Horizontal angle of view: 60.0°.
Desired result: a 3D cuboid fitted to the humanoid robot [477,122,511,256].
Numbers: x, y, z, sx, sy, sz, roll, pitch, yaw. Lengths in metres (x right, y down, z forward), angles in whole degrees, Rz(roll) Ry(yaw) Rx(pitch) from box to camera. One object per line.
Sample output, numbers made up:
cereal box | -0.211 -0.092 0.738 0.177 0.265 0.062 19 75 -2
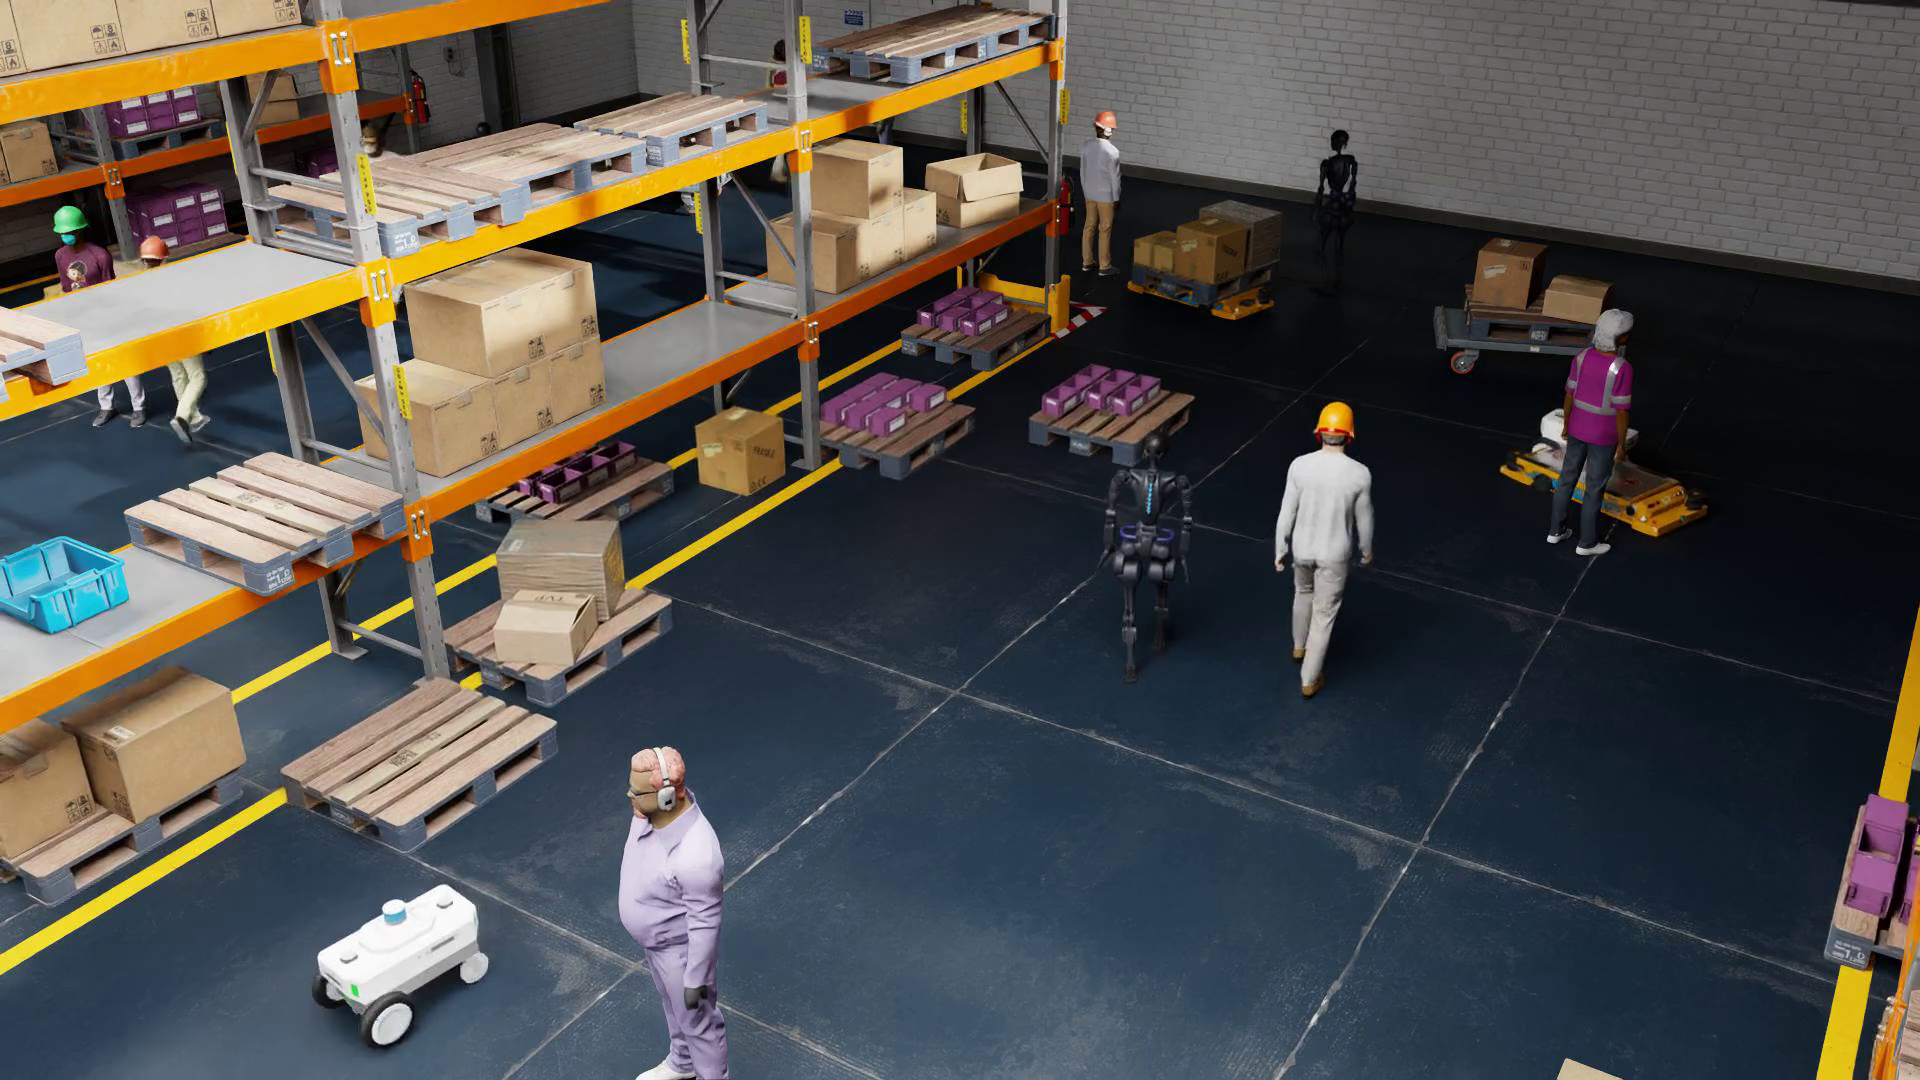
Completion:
humanoid robot | -5.070 -3.678 17.935 0.611 1.631 0.763 -5 27 -9

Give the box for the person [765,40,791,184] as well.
person | -2.312 -5.494 21.326 0.523 1.814 0.665 -10 28 -18

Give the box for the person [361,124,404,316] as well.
person | -5.800 -3.246 16.770 0.625 1.921 0.515 -2 27 -3

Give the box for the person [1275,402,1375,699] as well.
person | 2.289 0.026 10.381 0.566 1.865 0.805 14 30 26

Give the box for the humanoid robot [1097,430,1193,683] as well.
humanoid robot | 1.171 0.050 10.569 0.589 1.636 0.691 4 27 7

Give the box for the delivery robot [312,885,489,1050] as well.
delivery robot | -2.671 1.989 7.954 0.499 0.587 0.788 21 34 36

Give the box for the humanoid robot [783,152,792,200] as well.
humanoid robot | -1.600 -3.166 16.894 0.467 1.637 0.608 -6 28 -12

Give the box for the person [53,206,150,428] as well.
person | -7.299 -1.884 14.070 0.487 1.942 0.436 2 27 4

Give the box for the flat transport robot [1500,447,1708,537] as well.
flat transport robot | 5.041 -0.435 13.055 0.659 0.231 1.431 -18 32 -31

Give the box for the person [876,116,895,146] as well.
person | -0.969 -5.311 21.152 0.267 1.631 0.505 4 27 8

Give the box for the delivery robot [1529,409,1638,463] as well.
delivery robot | 5.052 -0.794 13.458 0.799 0.605 0.499 24 35 39

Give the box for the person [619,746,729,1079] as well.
person | -1.219 1.695 7.050 0.413 1.908 0.638 -14 30 -26

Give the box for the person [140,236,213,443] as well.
person | -6.561 -1.660 13.847 0.565 1.731 0.660 2 27 5

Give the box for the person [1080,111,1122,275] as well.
person | 1.532 -3.737 17.923 0.328 1.748 0.559 -22 34 -36

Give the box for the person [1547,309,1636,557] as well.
person | 4.571 -0.774 11.980 0.324 1.845 0.525 -18 32 -31

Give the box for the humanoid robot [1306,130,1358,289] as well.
humanoid robot | 3.954 -3.455 17.452 0.600 1.640 0.419 -18 32 -31

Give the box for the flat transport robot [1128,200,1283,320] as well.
flat transport robot | 2.504 -2.601 17.323 0.659 0.231 1.431 -24 35 -38
